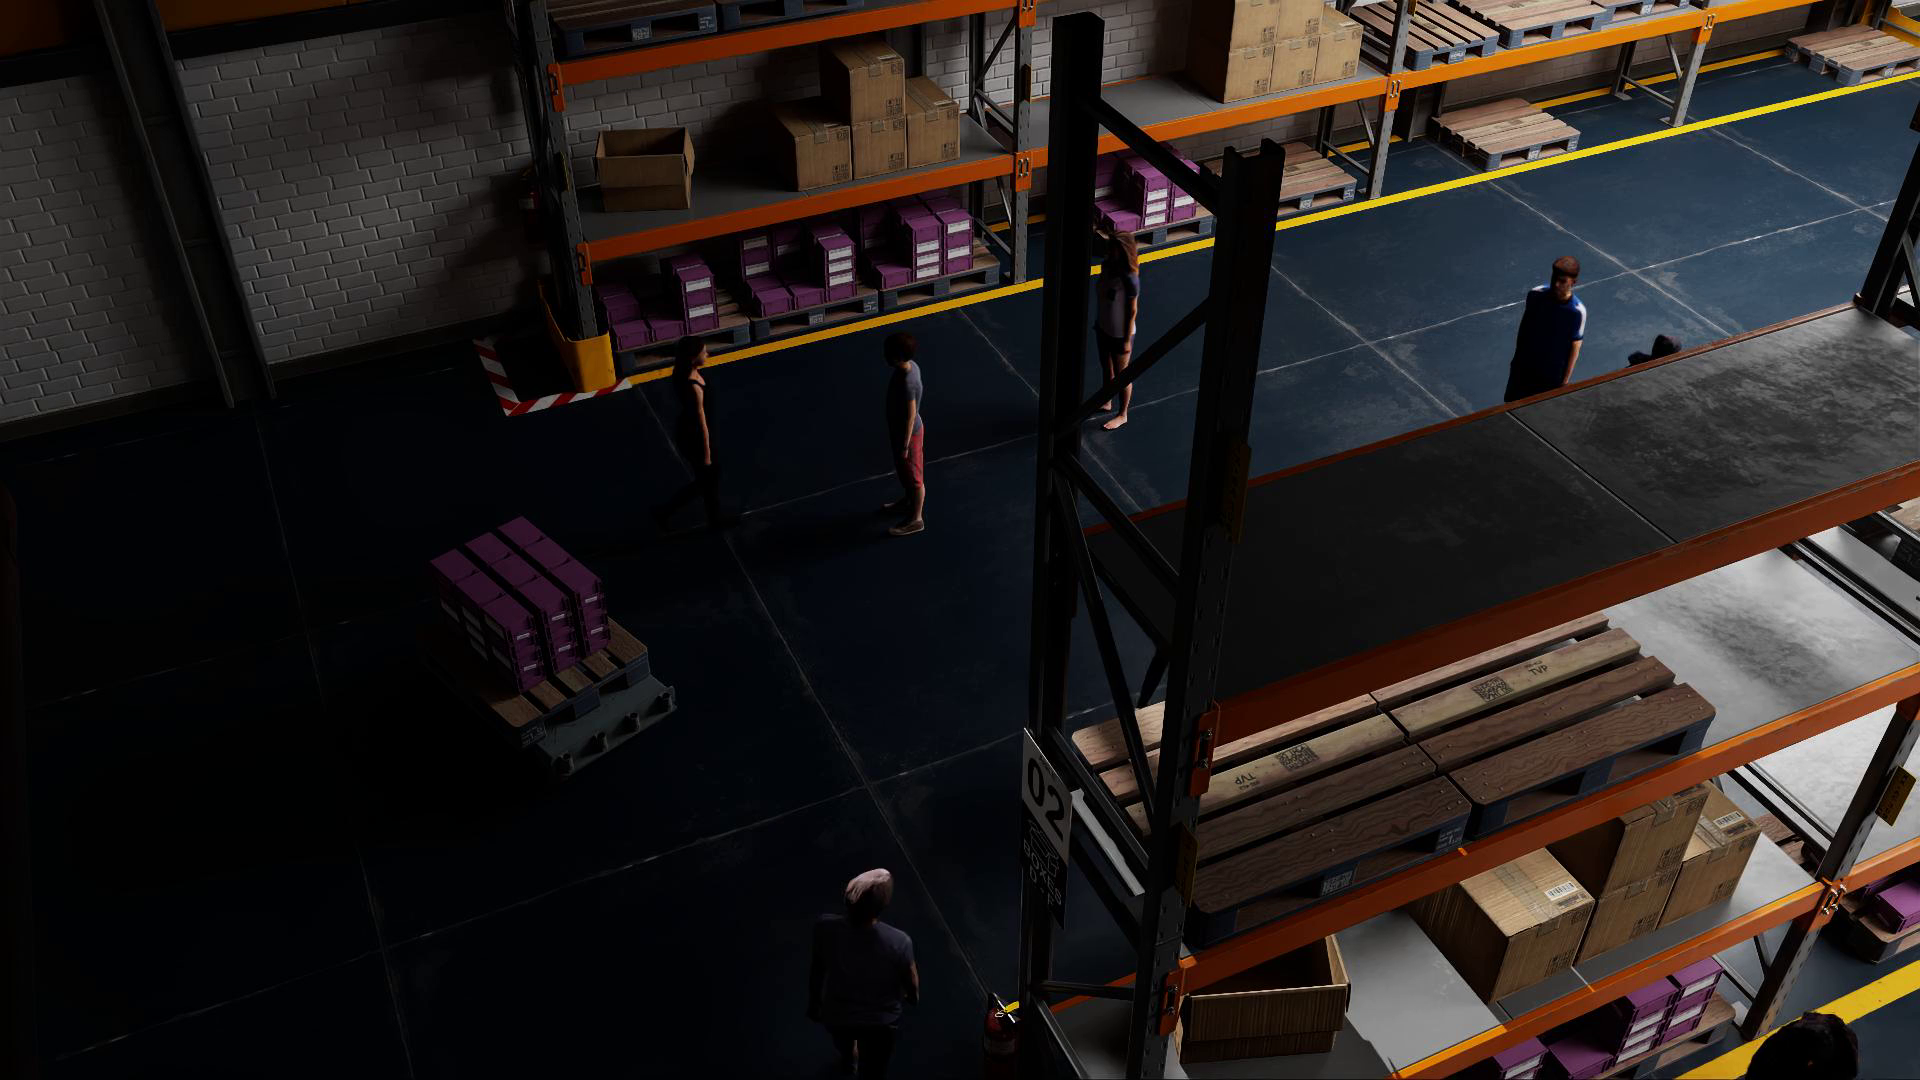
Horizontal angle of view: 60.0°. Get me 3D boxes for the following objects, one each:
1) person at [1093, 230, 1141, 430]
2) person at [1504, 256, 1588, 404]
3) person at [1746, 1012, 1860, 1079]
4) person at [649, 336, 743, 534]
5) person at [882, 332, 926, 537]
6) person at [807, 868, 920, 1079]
[{"bbox_3d":[1.246,-1.679,13.161,0.545,1.732,0.598,-19,42,-22],"label":"person"},{"bbox_3d":[4.494,-1.358,12.687,1.007,1.822,1.266,28,47,31],"label":"person"},{"bbox_3d":[3.851,2.722,7.770,0.974,1.583,0.644,-17,42,-20],"label":"person"},{"bbox_3d":[-1.967,-0.705,11.991,0.914,1.671,0.631,-12,40,-15],"label":"person"},{"bbox_3d":[-0.389,-0.791,12.115,0.618,1.651,0.638,-5,39,-6],"label":"person"},{"bbox_3d":[-0.475,2.368,8.010,1.164,1.837,1.211,9,39,11],"label":"person"}]
